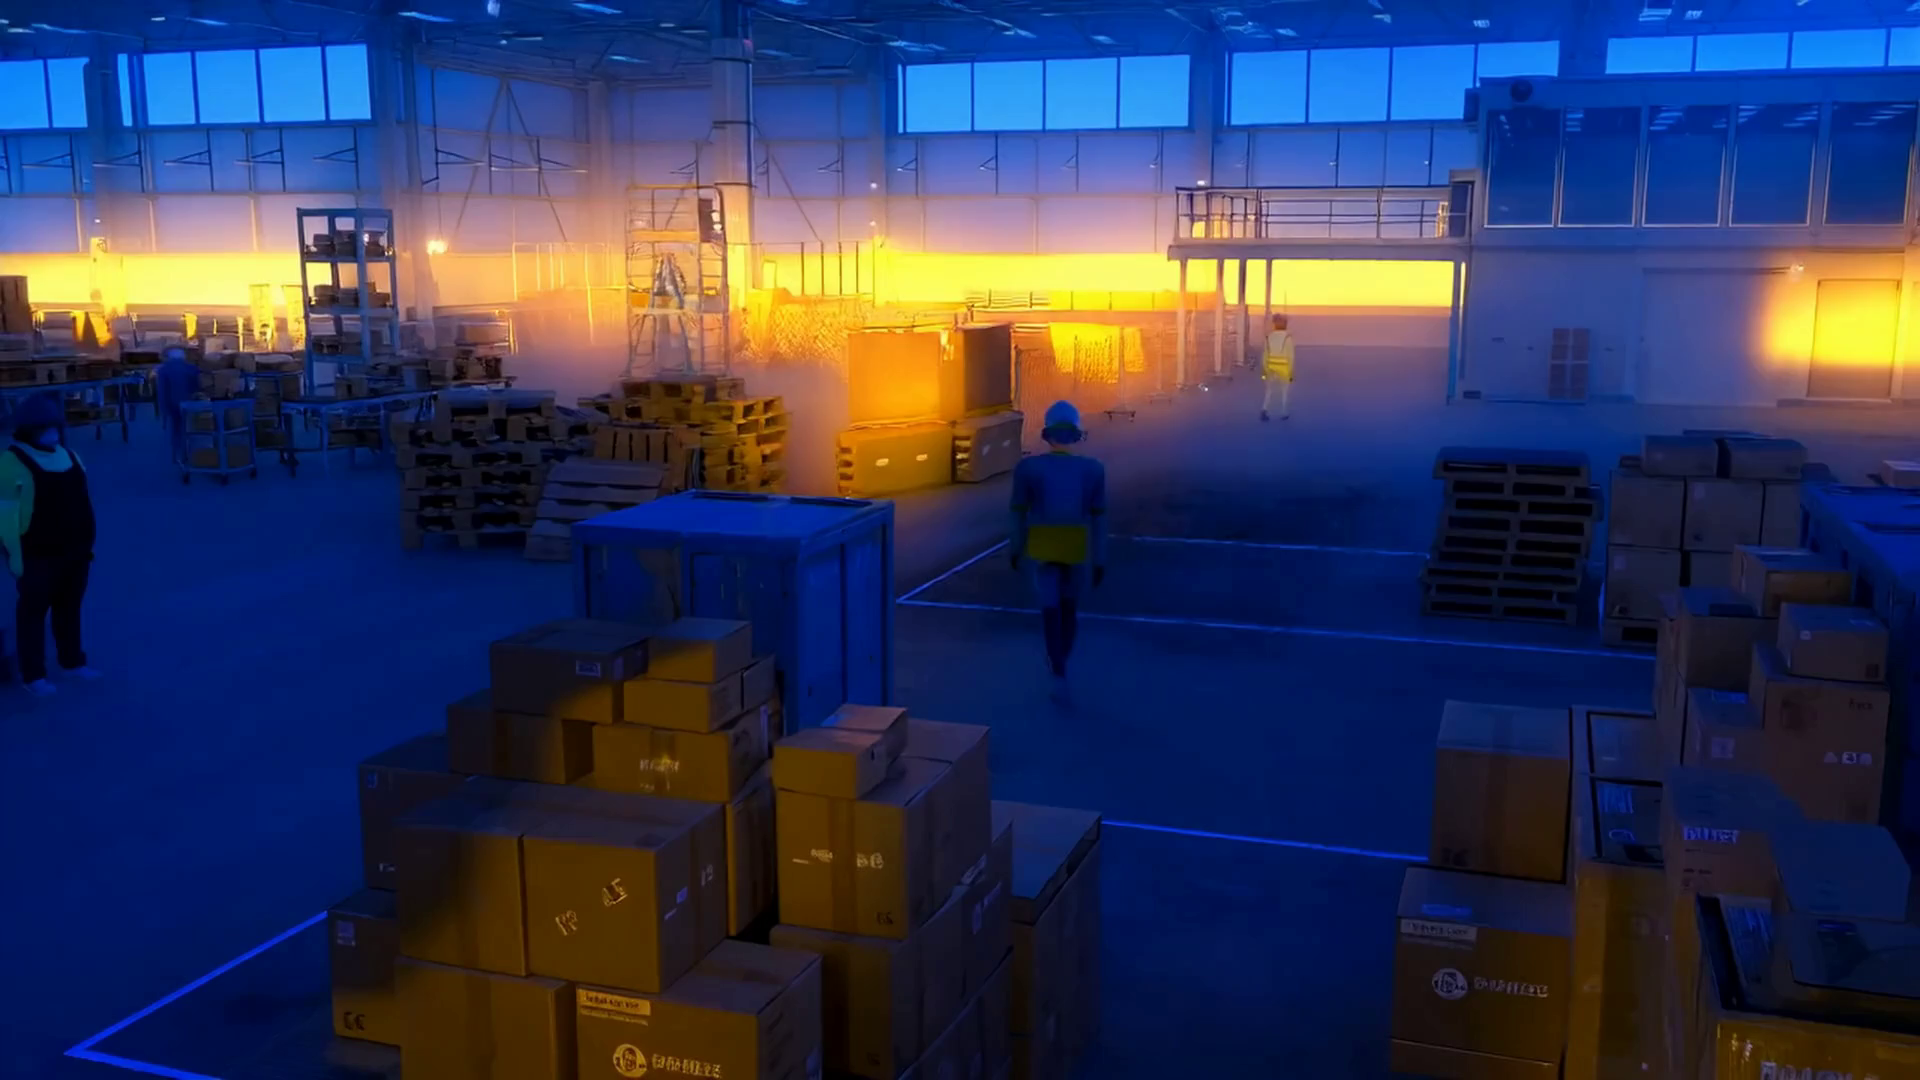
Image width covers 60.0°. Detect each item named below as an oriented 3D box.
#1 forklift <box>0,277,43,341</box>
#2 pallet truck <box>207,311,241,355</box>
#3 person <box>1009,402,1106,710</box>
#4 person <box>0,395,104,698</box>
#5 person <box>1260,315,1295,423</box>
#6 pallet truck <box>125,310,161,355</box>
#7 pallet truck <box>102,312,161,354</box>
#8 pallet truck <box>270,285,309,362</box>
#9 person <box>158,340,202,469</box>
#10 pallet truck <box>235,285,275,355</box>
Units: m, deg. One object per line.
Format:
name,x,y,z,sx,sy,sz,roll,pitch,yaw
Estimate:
forklift,-27.151,-6.329,46.328,1.157,1.987,2.680,3,11,17
pallet truck,-19.537,-5.575,44.913,0.653,1.274,1.630,3,11,19
person,0.631,0.073,11.163,0.612,1.994,0.984,-2,10,-10
person,-6.138,0.028,11.282,0.536,2.000,0.688,3,11,17
person,5.406,-2.912,28.377,0.582,1.853,0.899,6,12,32
pallet truck,-22.038,-5.665,45.457,0.704,1.261,1.522,3,11,17
pallet truck,-23.057,-5.777,46.261,0.680,1.201,1.601,3,11,19
pallet truck,-17.147,-5.700,43.663,0.823,1.965,1.885,3,11,17
person,-10.564,-1.834,22.571,0.537,1.746,0.383,-1,10,-6
pallet truck,-18.327,-5.835,44.421,0.823,1.965,1.885,4,11,23
